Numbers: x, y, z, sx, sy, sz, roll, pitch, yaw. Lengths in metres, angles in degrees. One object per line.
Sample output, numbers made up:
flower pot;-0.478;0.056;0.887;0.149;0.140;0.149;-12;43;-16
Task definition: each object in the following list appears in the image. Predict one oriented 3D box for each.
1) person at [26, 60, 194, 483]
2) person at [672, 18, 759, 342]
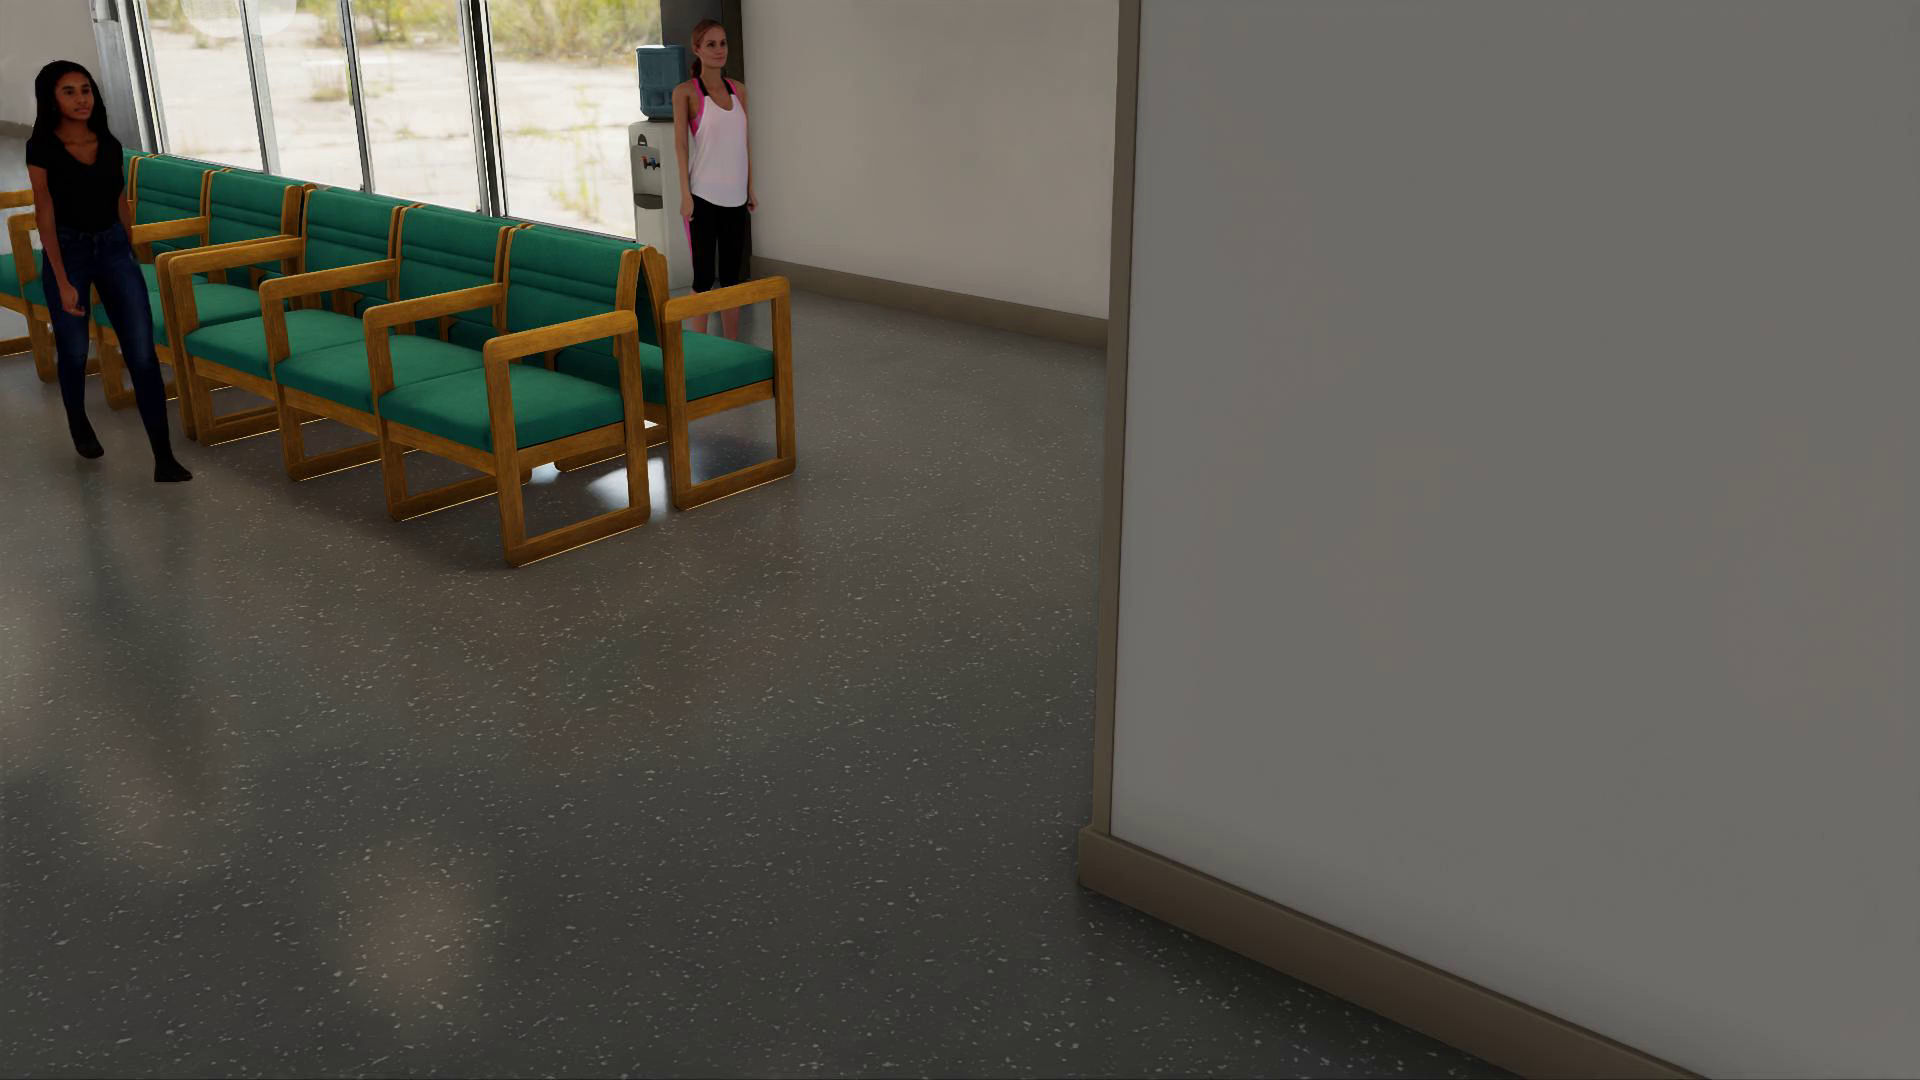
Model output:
person;-3.646;-1.073;6.896;0.685;1.688;1.175;19;28;40
person;-1.250;-1.727;8.481;0.506;1.788;0.691;-17;27;-38
